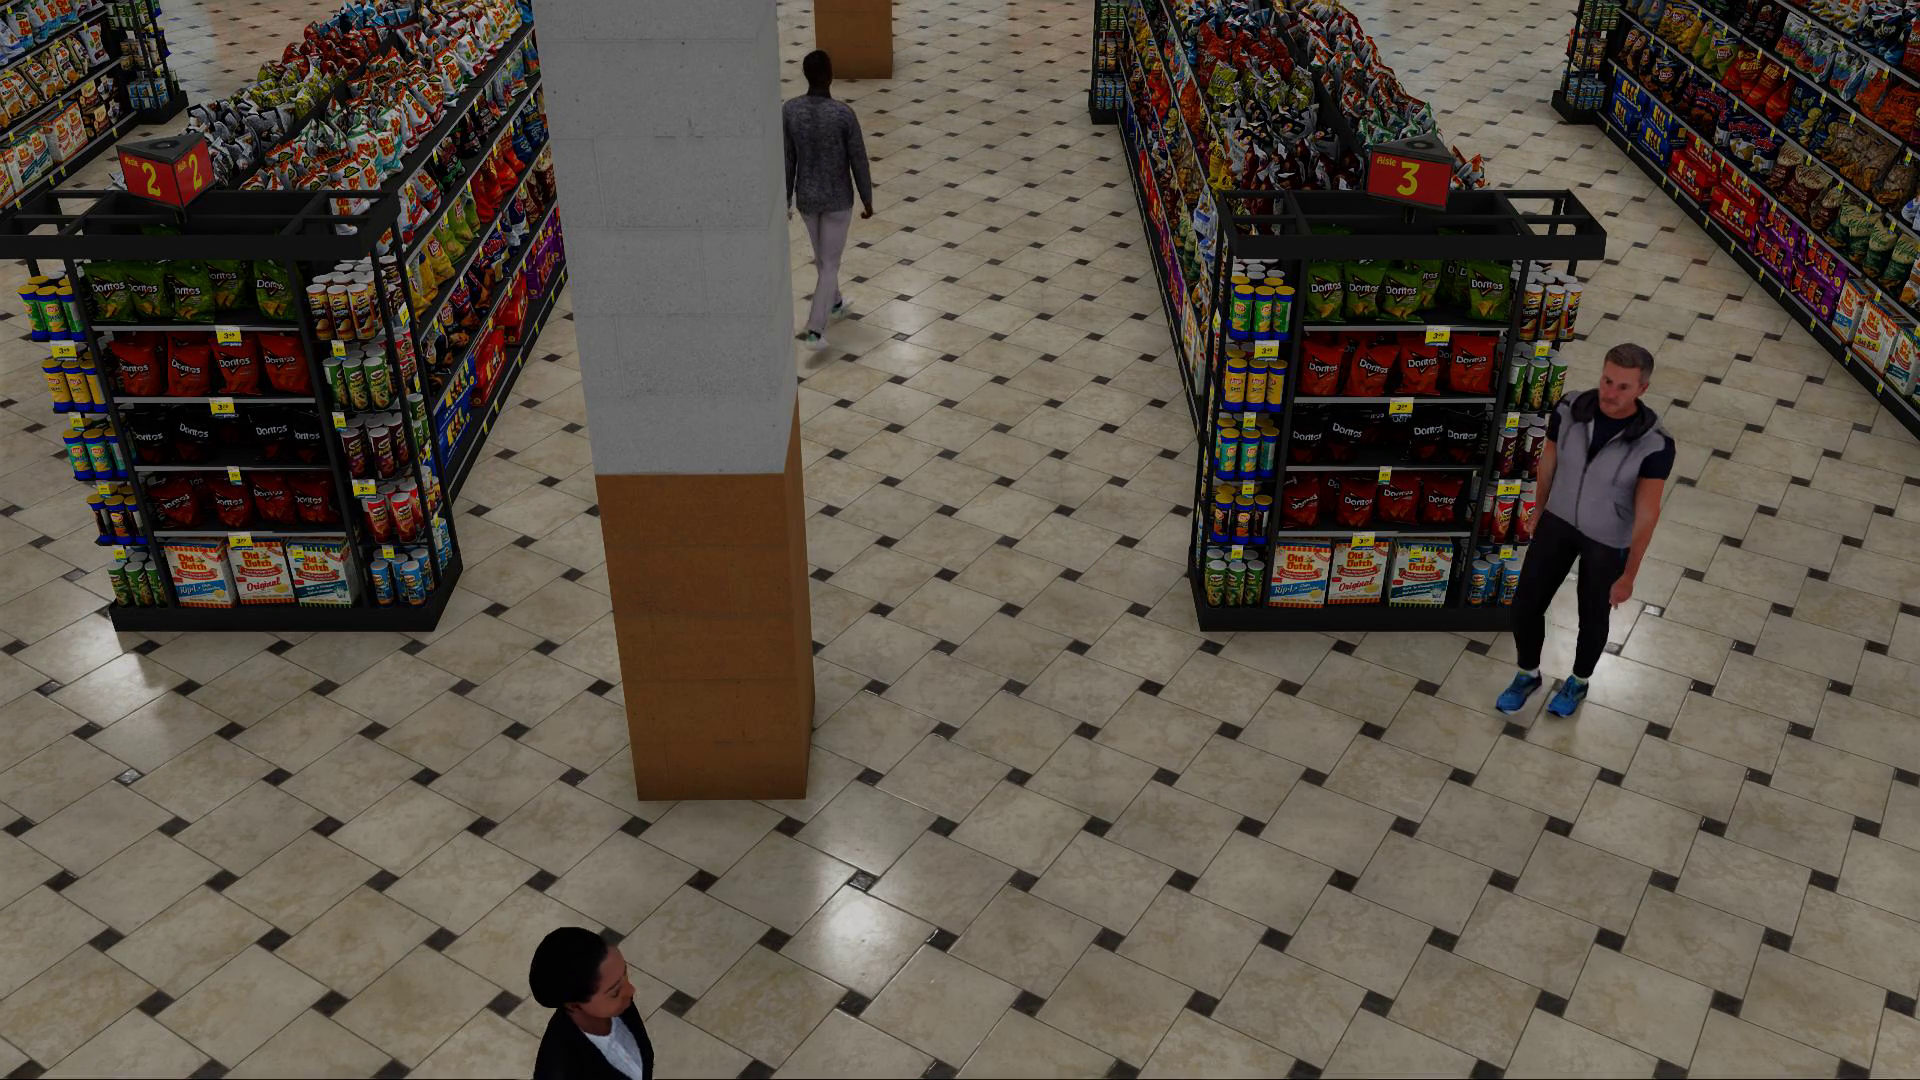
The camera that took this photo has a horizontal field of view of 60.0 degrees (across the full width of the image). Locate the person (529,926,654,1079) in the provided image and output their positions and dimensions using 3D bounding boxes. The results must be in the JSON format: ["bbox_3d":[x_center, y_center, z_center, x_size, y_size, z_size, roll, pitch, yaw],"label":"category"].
[{"bbox_3d":[-0.997,1.646,4.258,0.707,1.817,0.854,3,32,5],"label":"person"}]

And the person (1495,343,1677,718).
[{"bbox_3d":[2.682,-0.043,6.990,0.876,1.799,0.933,26,41,36],"label":"person"}]

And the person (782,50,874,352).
[{"bbox_3d":[-0.862,-2.026,10.171,0.943,1.806,1.269,9,33,14],"label":"person"}]
